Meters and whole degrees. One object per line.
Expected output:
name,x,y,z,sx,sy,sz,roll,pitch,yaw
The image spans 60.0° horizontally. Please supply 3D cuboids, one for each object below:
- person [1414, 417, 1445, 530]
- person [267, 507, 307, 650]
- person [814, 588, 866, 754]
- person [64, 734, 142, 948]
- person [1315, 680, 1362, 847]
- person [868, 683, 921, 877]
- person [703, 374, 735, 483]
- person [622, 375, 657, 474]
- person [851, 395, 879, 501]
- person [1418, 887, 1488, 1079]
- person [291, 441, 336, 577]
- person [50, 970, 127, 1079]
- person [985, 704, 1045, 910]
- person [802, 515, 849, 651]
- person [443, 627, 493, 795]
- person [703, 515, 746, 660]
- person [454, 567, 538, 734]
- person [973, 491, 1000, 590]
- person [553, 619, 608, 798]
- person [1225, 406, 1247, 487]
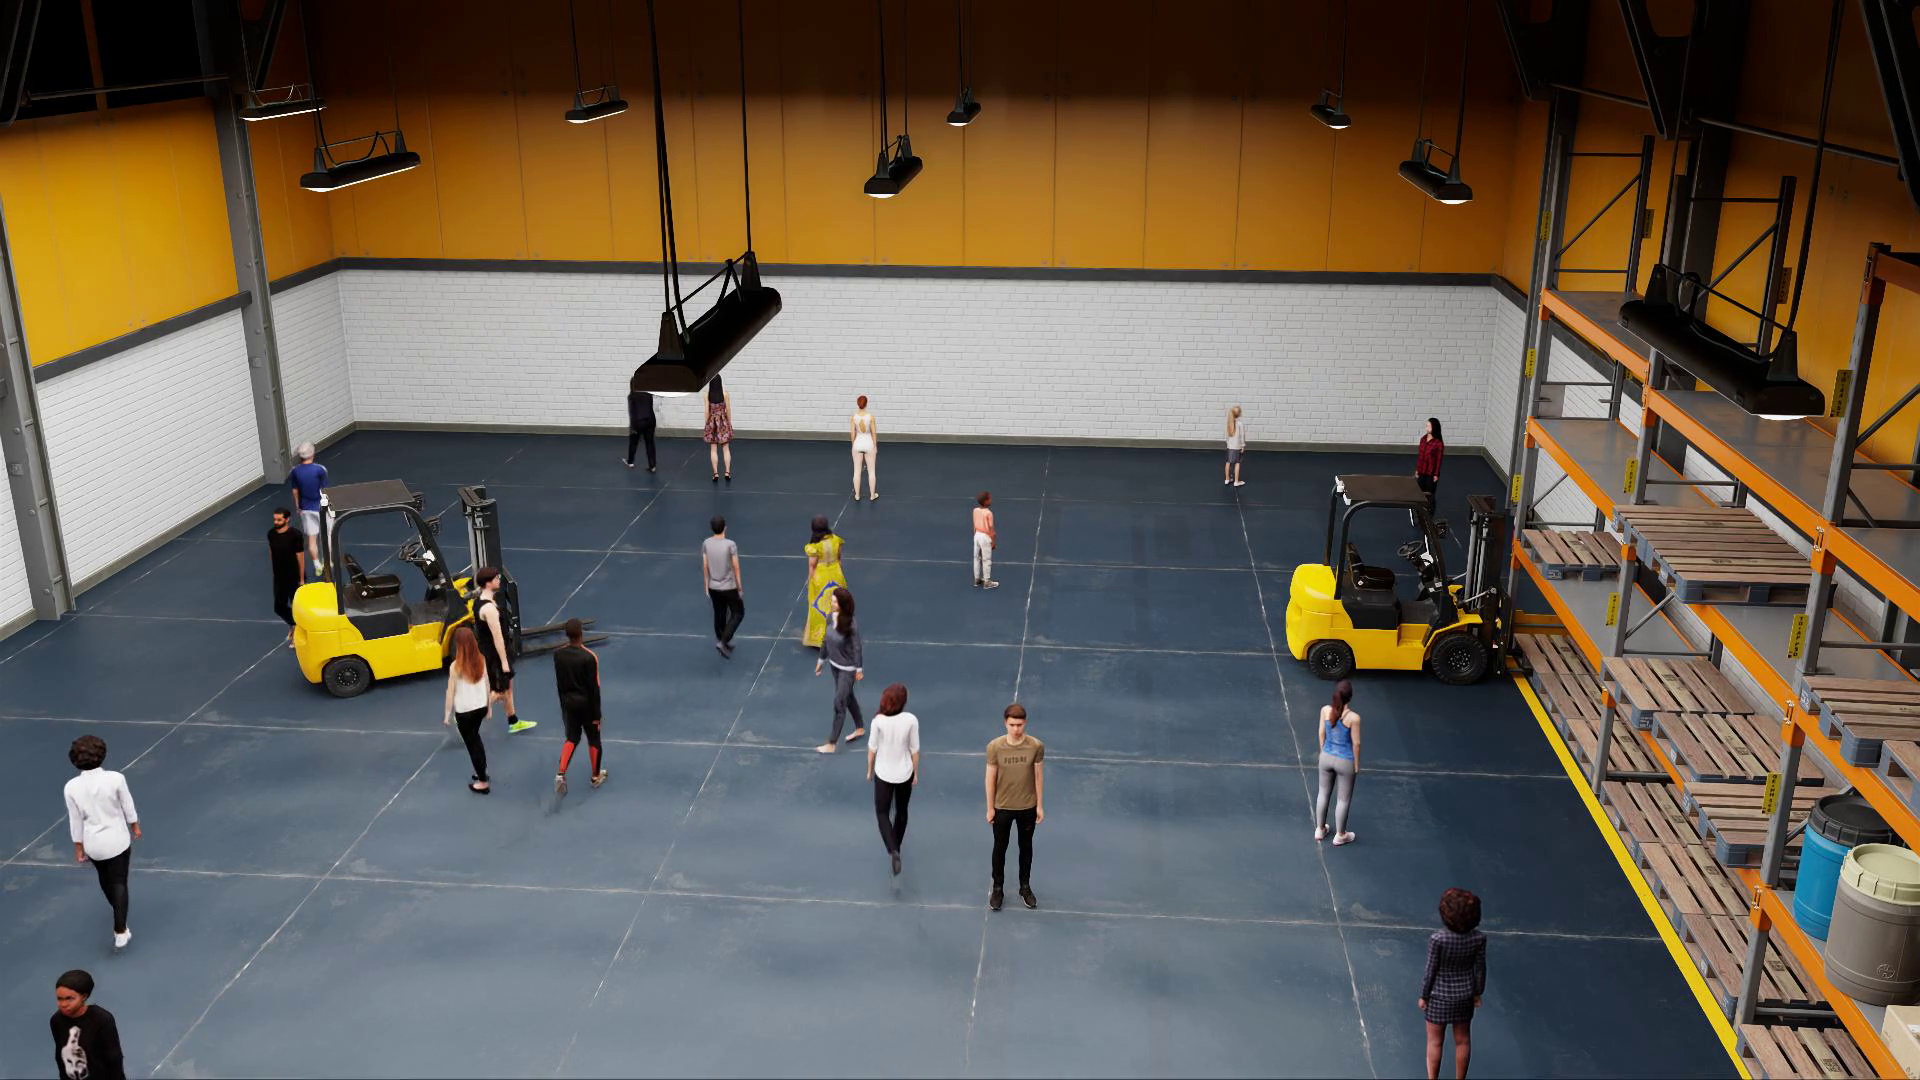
person,6.834,-0.985,24.199,0.718,1.652,0.628,-11,21,-29
person,-7.964,0.420,19.883,0.639,1.744,0.678,4,19,10
person,-1.143,1.304,17.273,1.078,1.734,1.012,-15,24,-38
person,-7.018,2.496,13.684,0.968,1.766,1.234,-7,20,-20
person,3.479,2.034,15.302,0.666,1.609,0.707,15,24,37
person,-0.581,2.146,14.712,0.791,1.773,1.082,-3,19,-9
person,-3.843,-1.787,26.390,0.762,1.774,0.785,-5,19,-14
person,-5.090,-1.859,26.899,0.990,1.585,1.051,-15,24,-37
person,-1.473,-1.418,25.497,0.537,1.644,0.469,2,19,5
person,3.442,3.210,11.665,0.665,1.702,0.604,-2,19,-6
person,-8.624,-0.396,22.170,0.706,1.831,0.683,-2,19,-6
person,-5.612,3.512,10.859,0.679,1.643,1.081,-1,19,-2
person,0.468,2.261,14.247,0.705,1.852,0.636,-2,19,-7
person,-1.606,0.491,19.808,0.998,1.658,1.052,-15,24,-37
person,-4.694,1.682,16.194,0.752,1.707,0.661,10,21,27
person,-2.789,0.577,19.412,0.764,1.747,0.908,7,20,20
person,-4.923,1.212,17.330,1.089,1.872,1.141,-9,21,-26
person,0.308,-0.014,21.850,0.568,1.311,0.614,17,25,40
person,-3.747,1.655,16.149,0.682,1.787,1.030,4,19,13
person,4.352,-1.501,26.321,0.659,1.276,0.605,-18,25,-42
